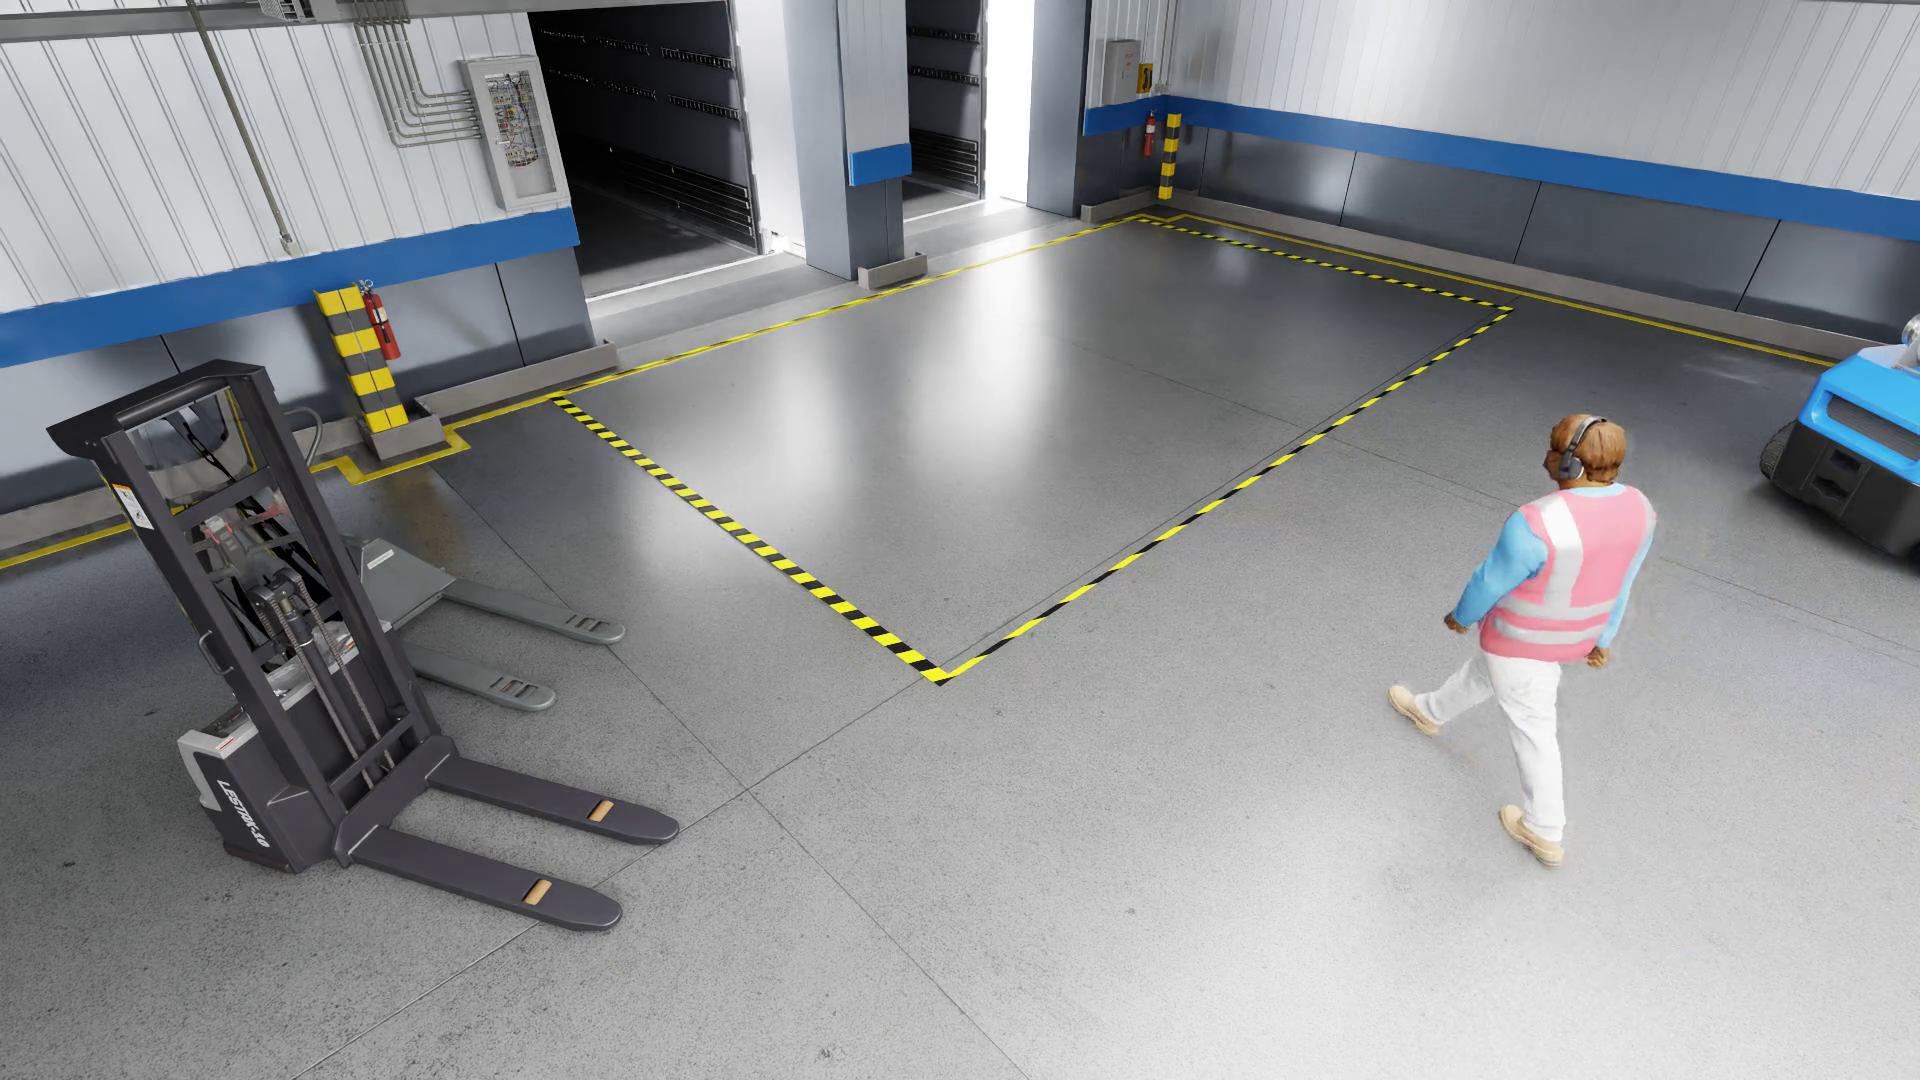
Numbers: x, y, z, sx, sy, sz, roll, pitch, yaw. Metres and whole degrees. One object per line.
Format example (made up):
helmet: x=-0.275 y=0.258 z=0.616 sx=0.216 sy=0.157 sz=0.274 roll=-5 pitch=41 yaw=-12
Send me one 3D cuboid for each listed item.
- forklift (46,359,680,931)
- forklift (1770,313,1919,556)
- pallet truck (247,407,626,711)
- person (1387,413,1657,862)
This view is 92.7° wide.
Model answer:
forklift: x=-2.135 y=0.422 z=3.354 sx=1.885 sy=1.965 sz=0.823 roll=10 pitch=35 yaw=14
forklift: x=6.577 y=-1.045 z=5.194 sx=2.680 sy=2.036 sz=1.157 roll=-3 pitch=34 yaw=-5
pallet truck: x=-2.628 y=0.038 z=4.590 sx=1.601 sy=1.201 sz=0.680 roll=12 pitch=36 yaw=18
person: x=2.280 y=0.349 z=3.671 sx=0.611 sy=1.774 sz=1.042 roll=-14 pitch=37 yaw=-19
